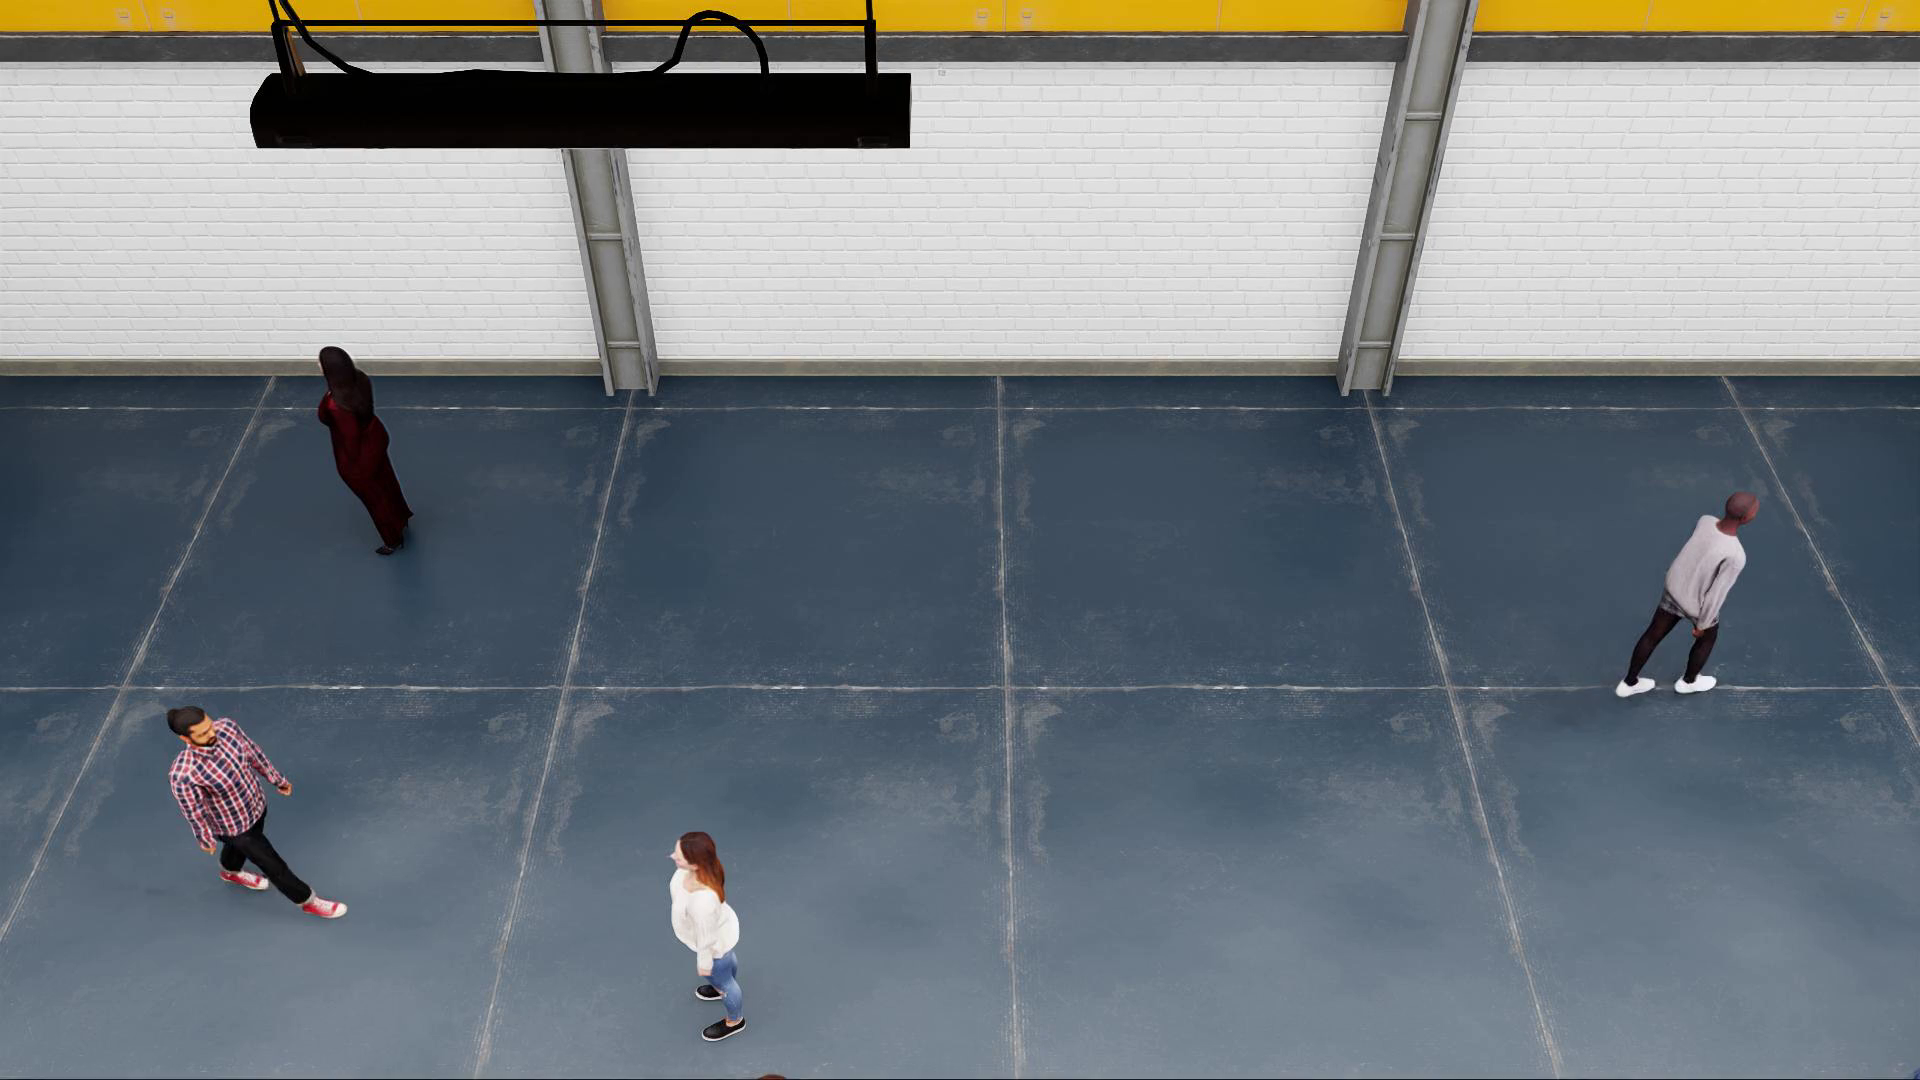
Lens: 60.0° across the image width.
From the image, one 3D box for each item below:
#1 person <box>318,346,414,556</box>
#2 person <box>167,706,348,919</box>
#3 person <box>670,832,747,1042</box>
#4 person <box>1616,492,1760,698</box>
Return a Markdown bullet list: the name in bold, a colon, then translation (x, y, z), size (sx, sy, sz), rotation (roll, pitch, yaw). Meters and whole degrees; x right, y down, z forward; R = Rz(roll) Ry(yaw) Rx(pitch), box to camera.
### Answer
- **person**: translation (-4.208, -0.645, 11.740), size (0.606, 1.757, 0.669), rotation (-2, 44, -2)
- **person**: translation (-4.187, 1.522, 9.487), size (1.157, 1.727, 0.847), rotation (8, 44, 8)
- **person**: translation (-1.336, 2.099, 8.906), size (0.598, 1.691, 0.651), rotation (-7, 44, -7)
- **person**: translation (4.598, 0.402, 10.652), size (0.984, 1.742, 0.803), rotation (-15, 46, -15)
